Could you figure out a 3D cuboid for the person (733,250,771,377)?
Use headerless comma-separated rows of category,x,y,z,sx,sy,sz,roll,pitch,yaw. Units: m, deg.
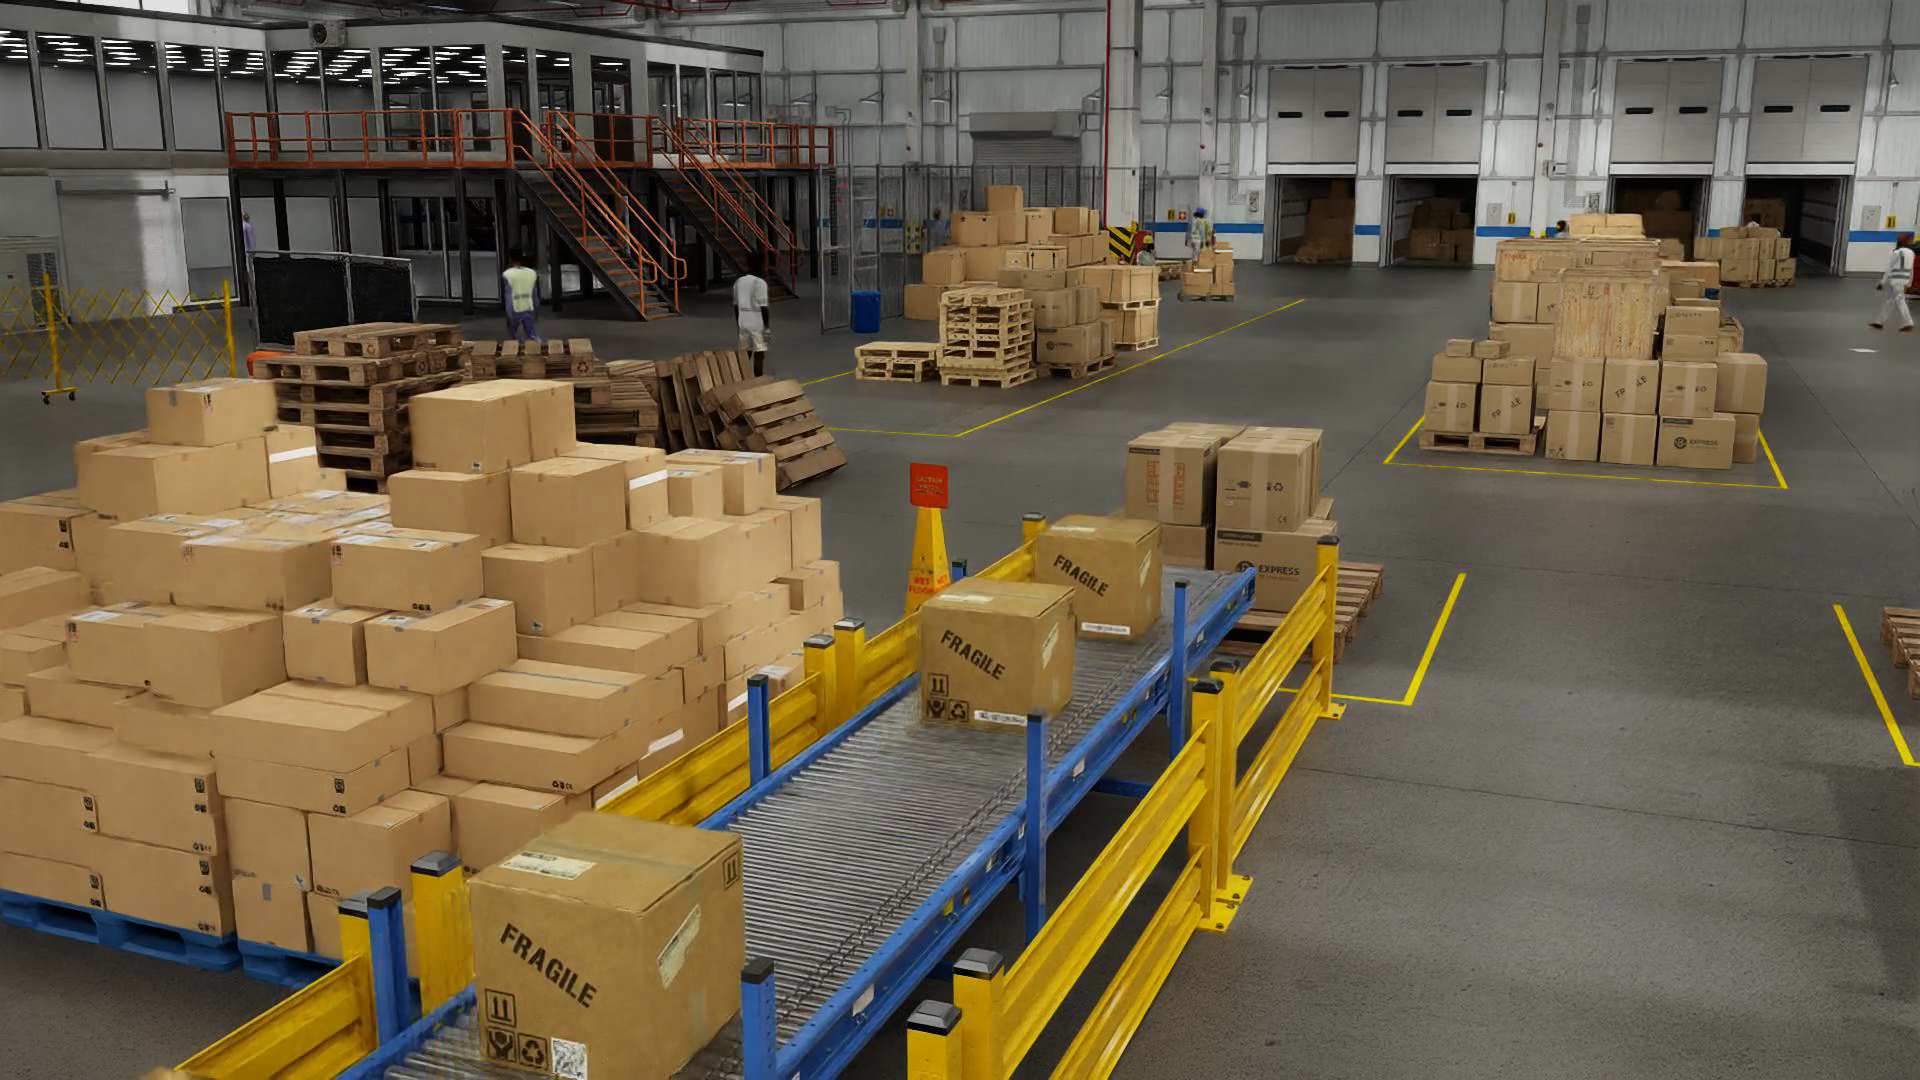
person,-2.723,-2.829,21.945,0.610,1.963,0.366,11,17,41

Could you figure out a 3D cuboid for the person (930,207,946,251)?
person,-0.680,-8.635,48.082,0.585,1.922,0.457,12,17,43

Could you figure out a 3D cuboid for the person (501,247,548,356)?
person,-6.480,-3.402,24.701,0.861,1.893,0.599,10,16,38

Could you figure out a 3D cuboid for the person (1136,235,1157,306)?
person,3.672,-5.103,32.649,0.488,1.743,0.317,-8,15,-33

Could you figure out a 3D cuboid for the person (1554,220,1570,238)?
person,14.359,-6.714,39.682,0.528,1.836,0.916,-6,14,-24

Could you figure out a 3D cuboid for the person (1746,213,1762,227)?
person,21.805,-8.063,45.719,0.428,1.840,0.639,1,13,5

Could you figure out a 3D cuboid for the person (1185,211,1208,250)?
person,7.040,-8.899,49.582,0.649,1.786,1.005,-3,13,-13

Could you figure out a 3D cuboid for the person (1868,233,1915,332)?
person,17.616,-4.829,31.216,0.576,1.841,0.985,-8,15,-30

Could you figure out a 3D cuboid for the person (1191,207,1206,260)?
person,6.850,-8.586,47.814,0.409,1.943,0.615,-3,13,-15
